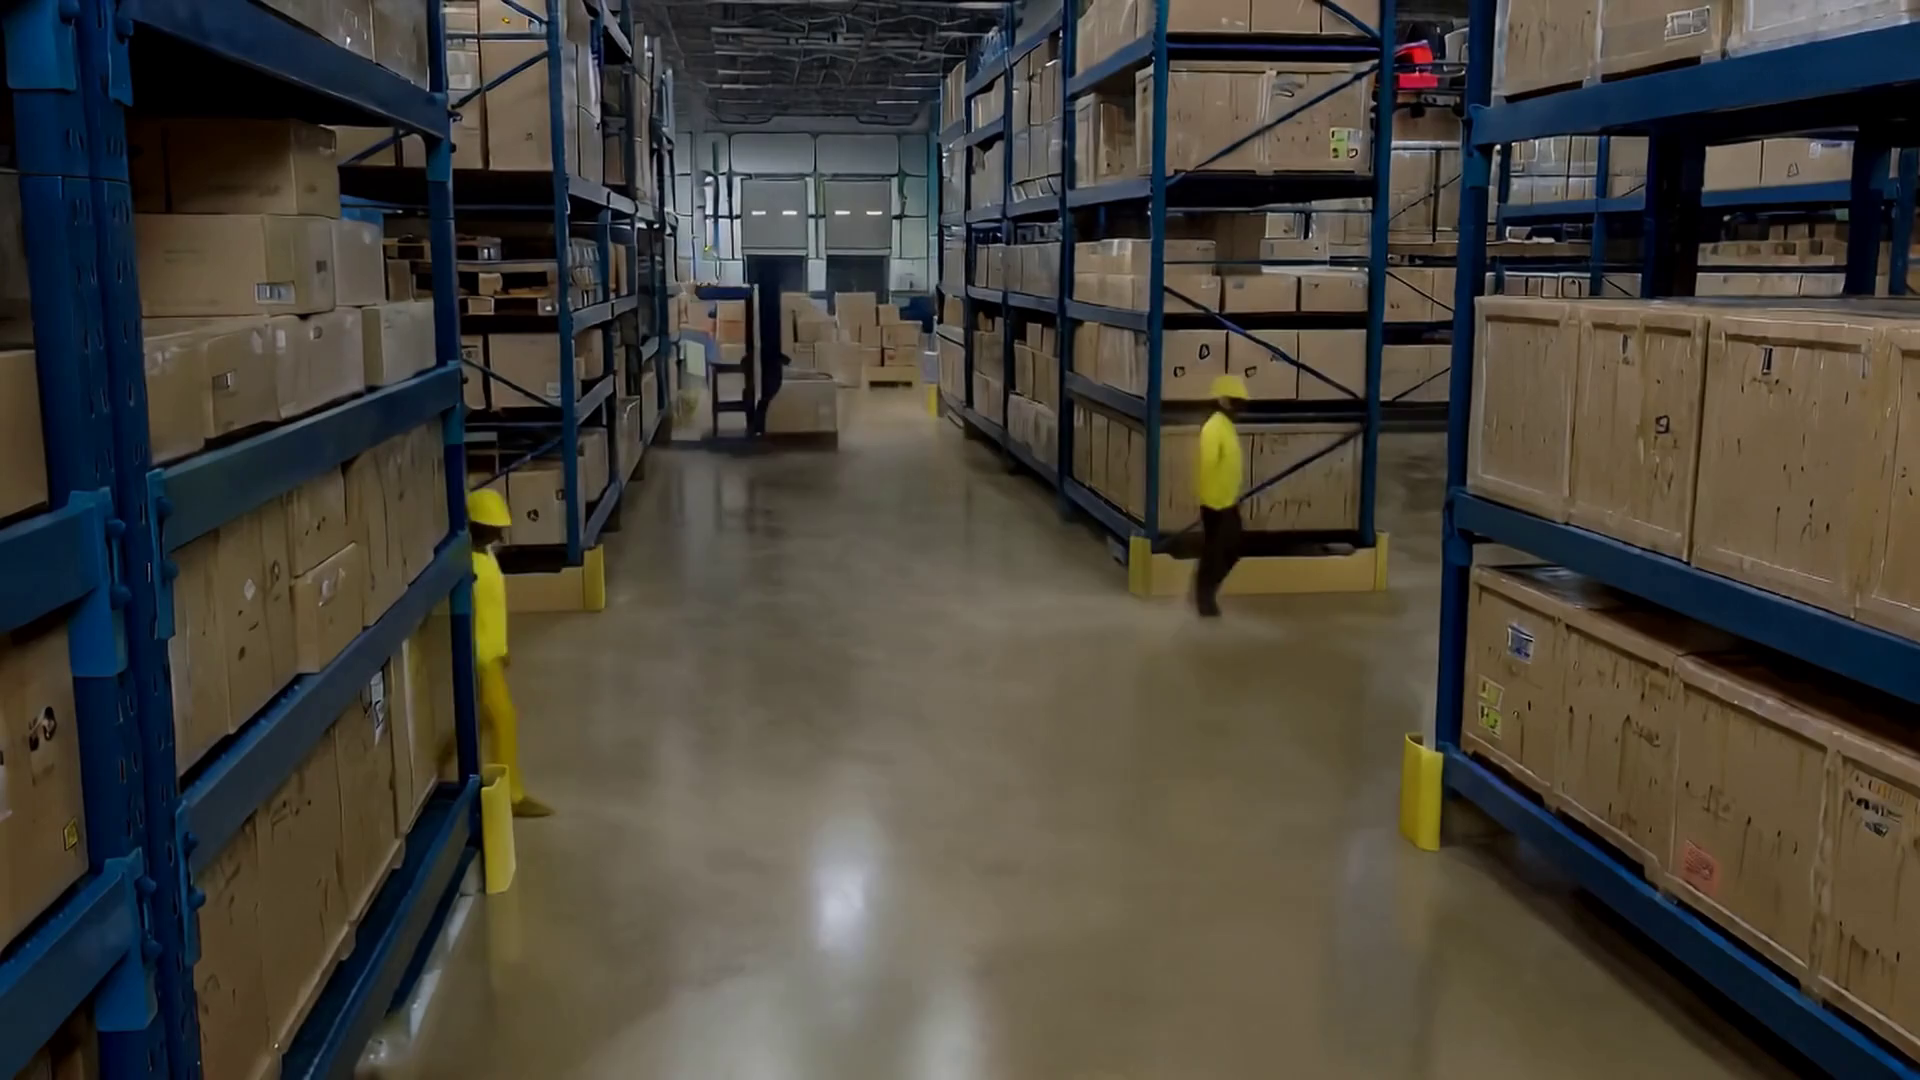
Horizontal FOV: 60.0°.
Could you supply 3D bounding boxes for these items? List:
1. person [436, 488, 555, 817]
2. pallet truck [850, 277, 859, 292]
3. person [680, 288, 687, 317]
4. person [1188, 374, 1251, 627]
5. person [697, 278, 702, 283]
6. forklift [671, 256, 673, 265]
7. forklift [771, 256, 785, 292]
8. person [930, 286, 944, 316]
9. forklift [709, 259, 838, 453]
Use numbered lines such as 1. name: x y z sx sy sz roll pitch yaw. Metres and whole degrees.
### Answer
1. person: -2.474 0.584 8.477 0.654 1.734 0.537 -2 10 -10
2. pallet truck: -3.782 -9.391 65.808 1.885 1.965 0.823 2 10 10
3. person: -10.521 -8.875 63.941 0.536 1.591 0.805 -10 14 -44
4. person: 2.029 -0.299 12.899 0.421 1.980 0.612 4 11 24
5. person: -10.769 -9.883 68.852 0.550 1.934 0.379 -7 12 -35
6. forklift: -10.987 -9.066 61.344 1.129 2.768 1.873 -1 10 -7
7. forklift: -6.462 -8.662 58.992 1.873 2.768 1.129 0 10 0
8. person: -0.724 -7.780 56.596 0.628 1.940 0.377 -6 11 -31
9. forklift: -2.769 -2.732 24.472 1.873 2.768 1.129 -1 10 -7
